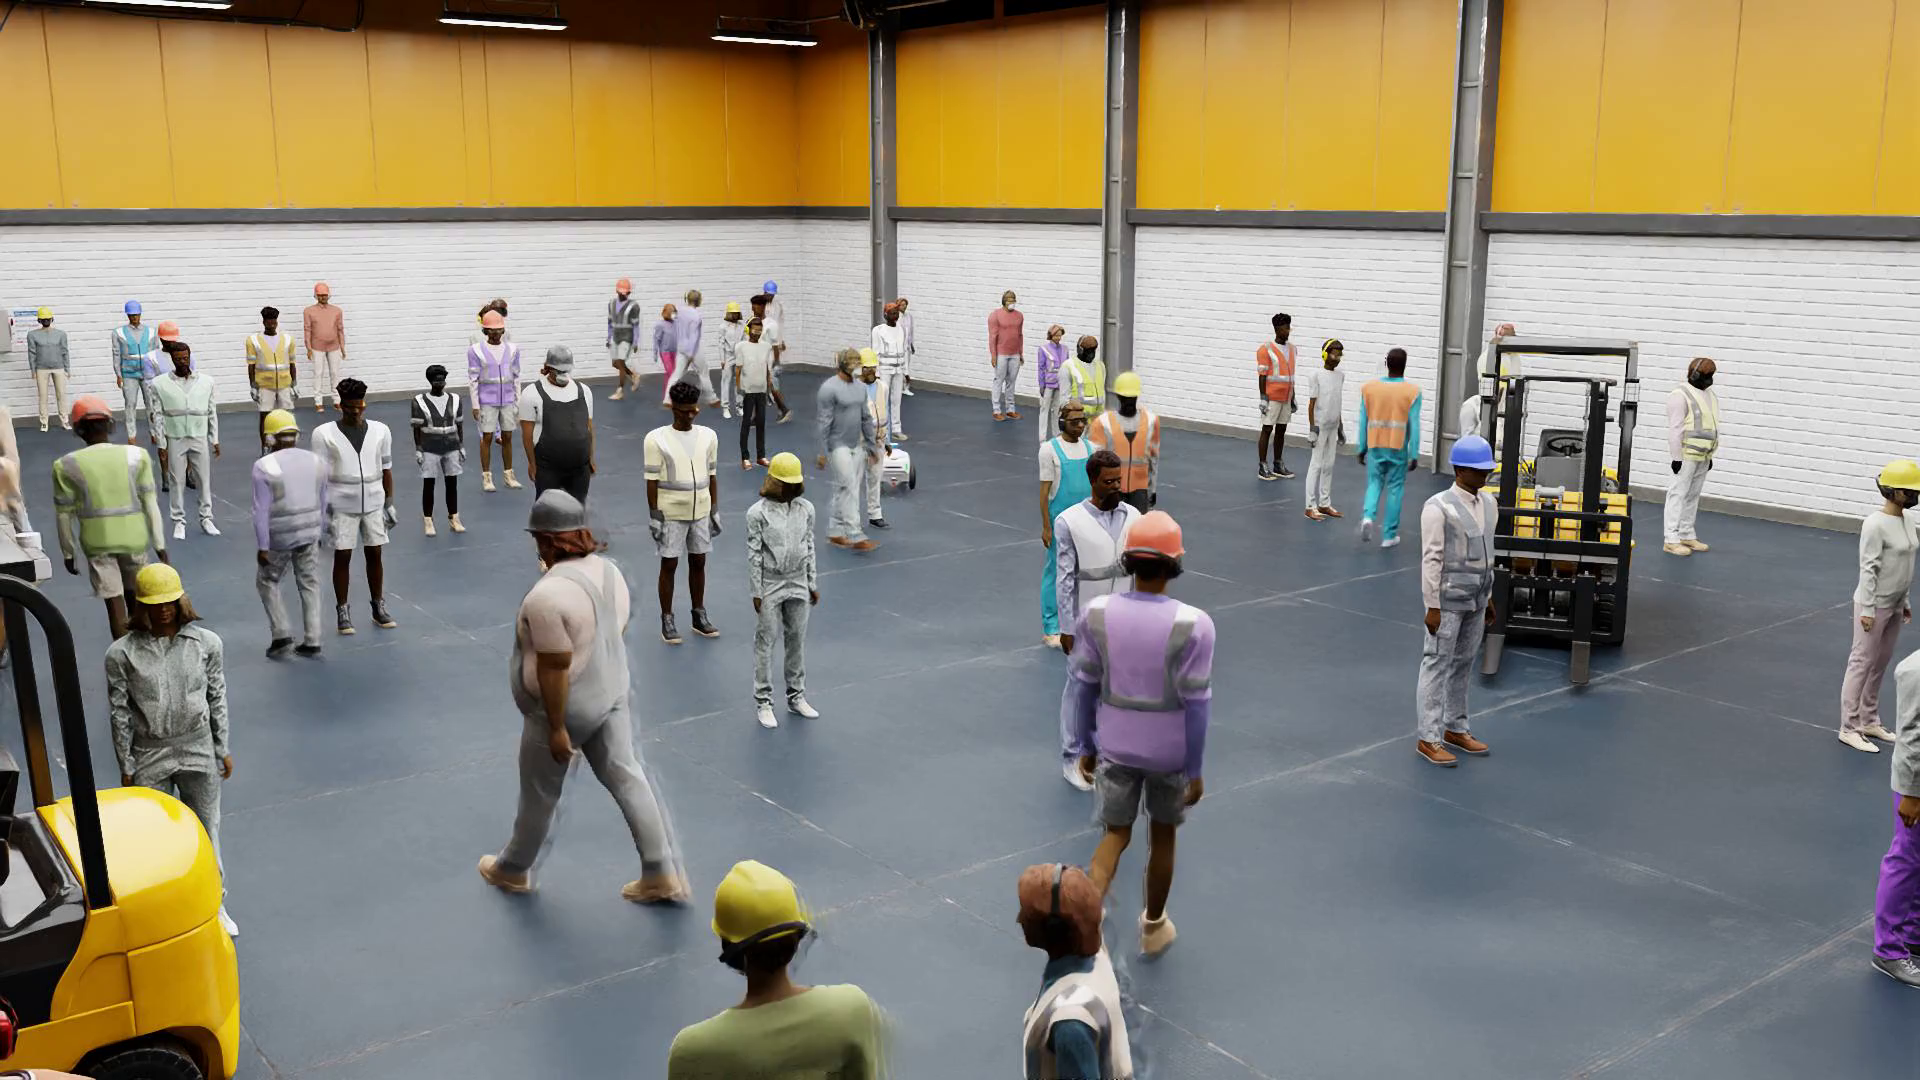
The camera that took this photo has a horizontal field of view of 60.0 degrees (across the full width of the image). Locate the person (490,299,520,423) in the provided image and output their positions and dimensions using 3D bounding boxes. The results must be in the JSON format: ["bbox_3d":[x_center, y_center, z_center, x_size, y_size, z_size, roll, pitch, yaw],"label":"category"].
[{"bbox_3d":[-6.613,-2.595,24.278,0.757,1.820,0.641,-5,13,-21],"label":"person"}]

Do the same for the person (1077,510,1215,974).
[{"bbox_3d":[0.746,0.891,7.017,0.605,2.021,0.788,6,13,25],"label":"person"}]

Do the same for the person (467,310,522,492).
[{"bbox_3d":[-5.224,-1.565,18.791,0.606,2.044,0.374,-9,15,-36],"label":"person"}]

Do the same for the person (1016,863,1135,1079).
[{"bbox_3d":[0.393,1.626,4.454,0.826,1.601,0.525,2,12,10],"label":"person"}]

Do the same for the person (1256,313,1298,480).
[{"bbox_3d":[3.747,-1.693,19.592,0.602,1.966,0.368,-9,15,-36],"label":"person"}]

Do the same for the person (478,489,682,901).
[{"bbox_3d":[-1.792,0.710,7.808,1.077,2.000,0.688,5,13,23],"label":"person"}]

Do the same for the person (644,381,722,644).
[{"bbox_3d":[-2.061,-0.212,12.455,0.602,1.960,0.368,-9,15,-36],"label":"person"}]

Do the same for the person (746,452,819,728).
[{"bbox_3d":[-1.104,0.305,10.500,0.484,1.738,0.305,-9,15,-36],"label":"person"}]

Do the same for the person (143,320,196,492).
[{"bbox_3d":[-8.900,-1.517,18.831,0.542,1.931,0.366,-9,15,-36],"label":"person"}]

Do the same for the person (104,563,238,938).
[{"bbox_3d":[-3.468,0.955,7.349,0.484,1.744,0.295,-9,15,-36],"label":"person"}]

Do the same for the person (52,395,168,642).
[{"bbox_3d":[-5.770,0.017,11.281,0.630,1.986,1.033,-9,15,-36],"label":"person"}]

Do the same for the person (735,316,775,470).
[{"bbox_3d":[-2.509,-1.802,20.371,0.508,1.865,0.329,-9,15,-36],"label":"person"}]

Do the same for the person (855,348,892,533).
[{"bbox_3d":[-0.921,-0.990,16.523,0.586,1.833,0.403,-9,15,-36],"label":"person"}]

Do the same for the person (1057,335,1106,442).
[{"bbox_3d":[1.353,-1.303,18.026,0.624,1.840,0.429,-9,15,-36],"label":"person"}]

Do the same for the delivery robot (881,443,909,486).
[{"bbox_3d":[-0.747,-0.842,18.681,0.477,0.478,0.707,-1,12,-3],"label":"delivery robot"}]

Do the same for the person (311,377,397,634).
[{"bbox_3d":[-4.617,-0.269,12.733,0.602,1.960,0.368,-9,15,-36],"label":"person"}]

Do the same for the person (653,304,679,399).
[{"bbox_3d":[-4.605,-2.969,26.605,0.608,1.607,0.530,9,14,36],"label":"person"}]

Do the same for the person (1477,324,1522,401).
[{"bbox_3d":[6.071,-1.469,18.658,0.640,1.909,0.409,-9,15,-36],"label":"person"}]

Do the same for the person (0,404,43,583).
[{"bbox_3d":[-8.152,-0.529,14.046,0.643,1.933,0.861,0,12,-1],"label":"person"}]

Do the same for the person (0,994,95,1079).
[{"bbox_3d":[-1.982,1.726,3.392,0.564,1.839,0.390,-9,15,-36],"label":"person"}]

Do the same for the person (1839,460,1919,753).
[{"bbox_3d":[5.579,0.389,10.026,0.522,1.768,0.311,-9,15,-36],"label":"person"}]

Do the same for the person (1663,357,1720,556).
[{"bbox_3d":[6.841,-0.786,15.528,0.624,1.840,0.429,-9,15,-36],"label":"person"}]

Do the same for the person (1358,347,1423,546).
[{"bbox_3d":[4.047,-0.865,15.728,0.606,1.905,0.533,7,14,30],"label":"person"}]

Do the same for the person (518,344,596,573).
[{"bbox_3d":[-3.522,-0.736,14.790,0.679,2.000,0.537,-9,15,-36],"label":"person"}]

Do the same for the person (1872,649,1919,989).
[{"bbox_3d":[4.153,1.009,7.057,0.559,1.752,0.326,-9,15,-36],"label":"person"}]

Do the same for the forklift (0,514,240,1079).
[{"bbox_3d":[-3.687,1.115,5.480,2.313,2.155,1.214,-9,15,-36],"label":"forklift"}]

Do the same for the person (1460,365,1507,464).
[{"bbox_3d":[4.774,-0.688,15.086,0.595,1.827,0.403,-9,15,-36],"label":"person"}]

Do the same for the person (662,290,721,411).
[{"bbox_3d":[-4.194,-2.946,25.878,1.054,1.886,0.632,-10,15,-39],"label":"person"}]

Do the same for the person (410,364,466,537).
[{"bbox_3d":[-5.115,-0.885,16.353,0.532,1.694,0.319,-9,15,-36],"label":"person"}]

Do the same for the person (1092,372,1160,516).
[{"bbox_3d":[1.379,-0.445,13.783,0.608,1.870,0.989,-1,12,-6],"label":"person"}]

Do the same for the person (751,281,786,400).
[{"bbox_3d":[-3.132,-3.277,27.305,0.601,1.941,0.395,-9,15,-36],"label":"person"}]

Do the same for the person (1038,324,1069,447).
[{"bbox_3d":[1.235,-2.027,22.001,0.510,1.639,0.308,-9,15,-36],"label":"person"}]

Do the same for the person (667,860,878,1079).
[{"bbox_3d":[-0.500,1.616,4.150,0.552,1.729,0.799,-7,14,-30],"label":"person"}]

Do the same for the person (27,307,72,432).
[{"bbox_3d":[-12.916,-2.425,23.614,0.522,1.768,0.311,-9,15,-36],"label":"person"}]

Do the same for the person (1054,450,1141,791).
[{"bbox_3d":[0.785,0.437,9.425,0.591,1.920,0.393,-9,15,-36],"label":"person"}]

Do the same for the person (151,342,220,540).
[{"bbox_3d":[-7.551,-0.979,16.259,0.591,1.920,0.393,-9,15,-36],"label":"person"}]

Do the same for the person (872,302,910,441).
[{"bbox_3d":[-0.932,-2.282,22.642,0.573,1.882,0.356,-9,15,-36],"label":"person"}]

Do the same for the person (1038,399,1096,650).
[{"bbox_3d":[0.811,-0.123,12.303,0.506,1.846,0.346,-9,15,-36],"label":"person"}]

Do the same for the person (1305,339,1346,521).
[{"bbox_3d":[3.792,-1.140,17.175,0.508,1.865,0.329,-9,15,-36],"label":"person"}]

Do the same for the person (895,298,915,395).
[{"bbox_3d":[-0.981,-3.216,27.739,0.510,1.640,0.308,-9,15,-36],"label":"person"}]

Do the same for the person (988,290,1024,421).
[{"bbox_3d":[0.703,-2.744,24.746,0.629,1.936,0.373,-9,15,-36],"label":"person"}]

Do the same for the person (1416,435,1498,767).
[{"bbox_3d":[2.938,0.345,9.793,0.601,1.948,0.386,-9,15,-36],"label":"person"}]

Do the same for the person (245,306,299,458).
[{"bbox_3d":[-8.599,-1.949,20.842,0.602,1.960,0.368,-9,15,-36],"label":"person"}]

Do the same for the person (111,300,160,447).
[{"bbox_3d":[-10.948,-2.218,22.173,0.601,1.948,0.386,-9,15,-36],"label":"person"}]

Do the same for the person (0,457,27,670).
[{"bbox_3d":[-6.733,0.048,11.391,0.567,1.878,1.002,-2,12,-10],"label":"person"}]

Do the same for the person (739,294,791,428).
[{"bbox_3d":[-2.829,-2.606,24.108,0.976,1.928,0.615,-11,16,-43],"label":"person"}]

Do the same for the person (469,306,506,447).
[{"bbox_3d":[-6.247,-2.166,22.114,0.508,1.872,0.329,-9,15,-36],"label":"person"}]

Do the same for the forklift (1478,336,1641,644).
[{"bbox_3d":[4.683,-0.471,13.136,1.214,2.155,2.313,4,12,20],"label":"forklift"}]

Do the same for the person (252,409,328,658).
[{"bbox_3d":[-4.846,-0.035,11.965,0.515,1.810,0.596,8,14,35],"label":"person"}]

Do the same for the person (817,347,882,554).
[{"bbox_3d":[-0.953,-0.828,15.525,0.787,1.916,0.659,7,14,31],"label":"person"}]

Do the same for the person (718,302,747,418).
[{"bbox_3d":[-3.400,-2.714,25.067,0.484,1.744,0.295,-9,15,-36],"label":"person"}]

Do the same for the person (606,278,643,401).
[{"bbox_3d":[-5.462,-3.293,27.216,0.650,2.010,0.689,8,14,33],"label":"person"}]

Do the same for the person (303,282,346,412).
[{"bbox_3d":[-9.820,-2.981,25.743,0.608,1.995,0.377,-9,15,-36],"label":"person"}]
